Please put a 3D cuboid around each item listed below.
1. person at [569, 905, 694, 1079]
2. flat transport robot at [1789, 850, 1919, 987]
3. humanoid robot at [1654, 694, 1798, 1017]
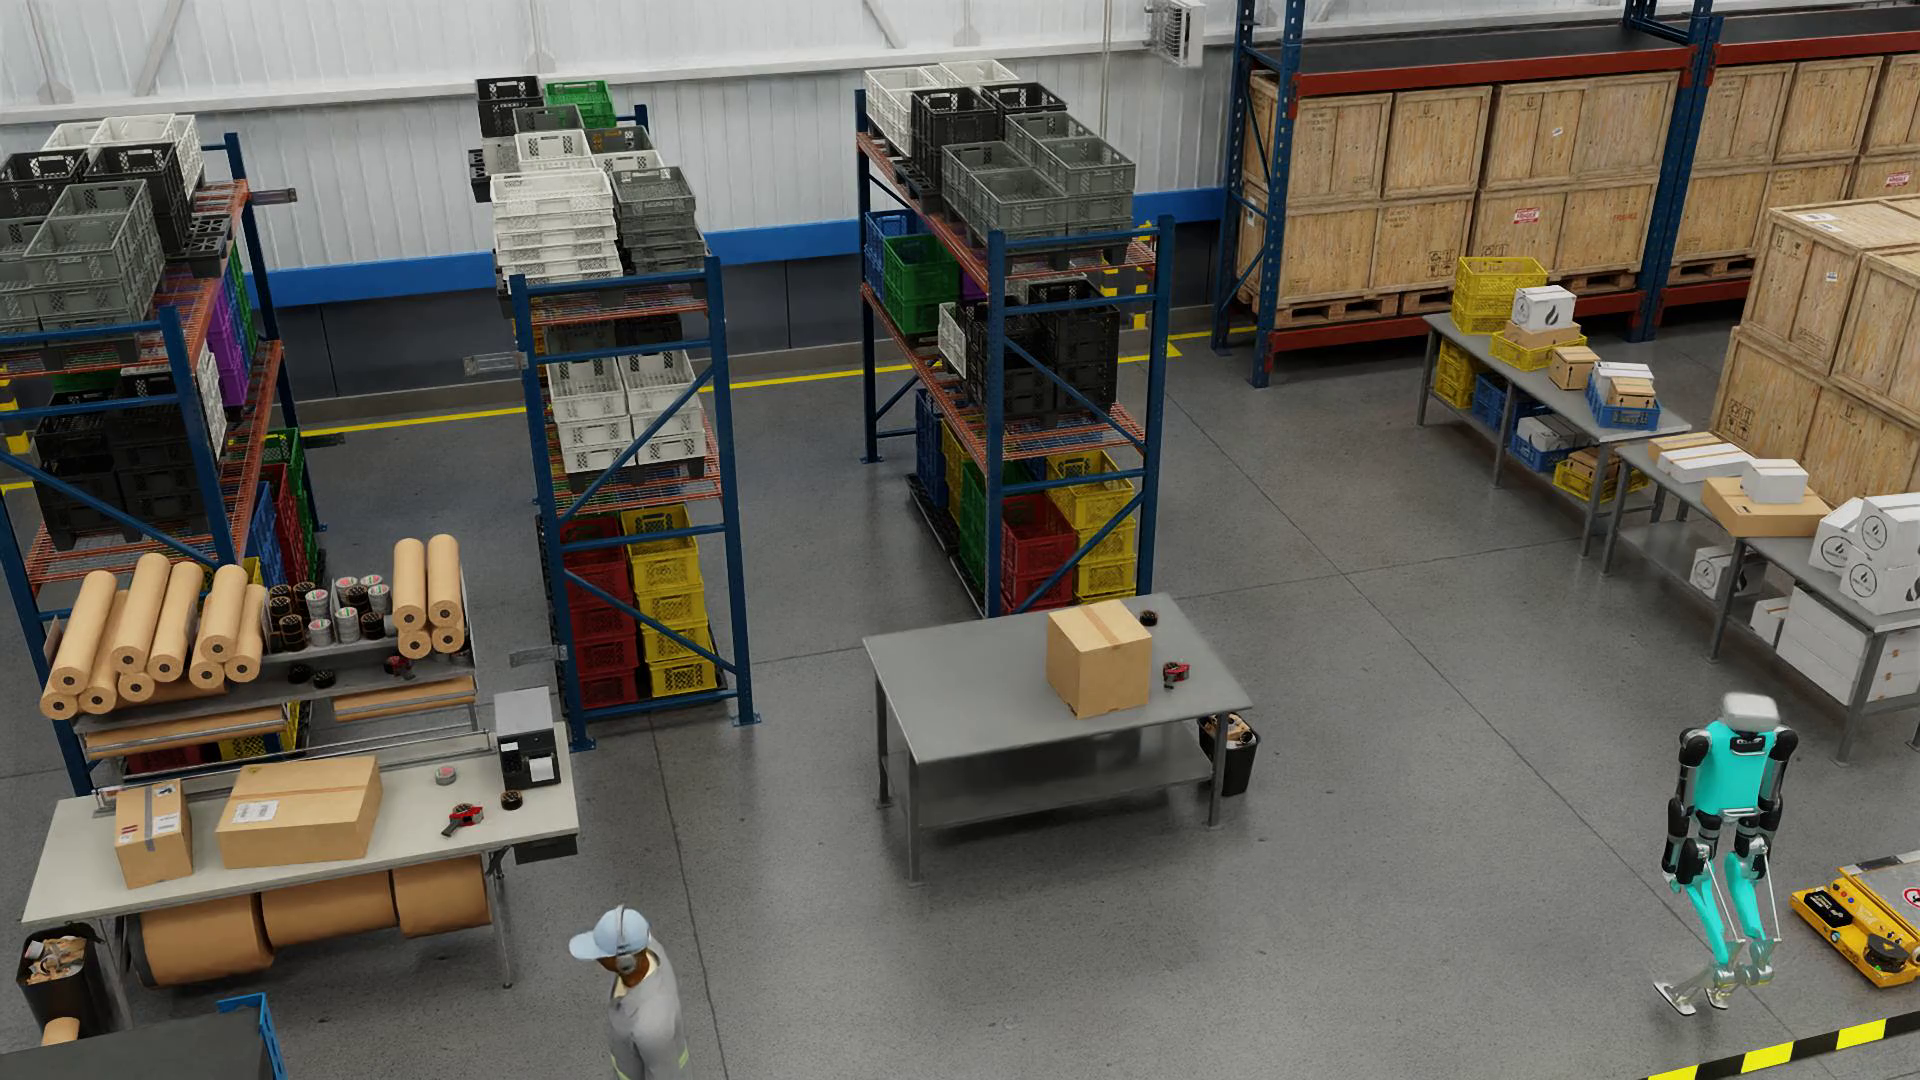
[{"bbox_3d":[-1.251,2.174,6.563,0.395,1.849,0.596,-8,30,-15],"label":"person"},{"bbox_3d":[5.163,1.916,8.676,1.431,0.231,0.659,-8,30,-14],"label":"flat transport robot"},{"bbox_3d":[3.584,1.555,7.673,0.533,1.673,0.735,-2,29,-4],"label":"humanoid robot"}]
